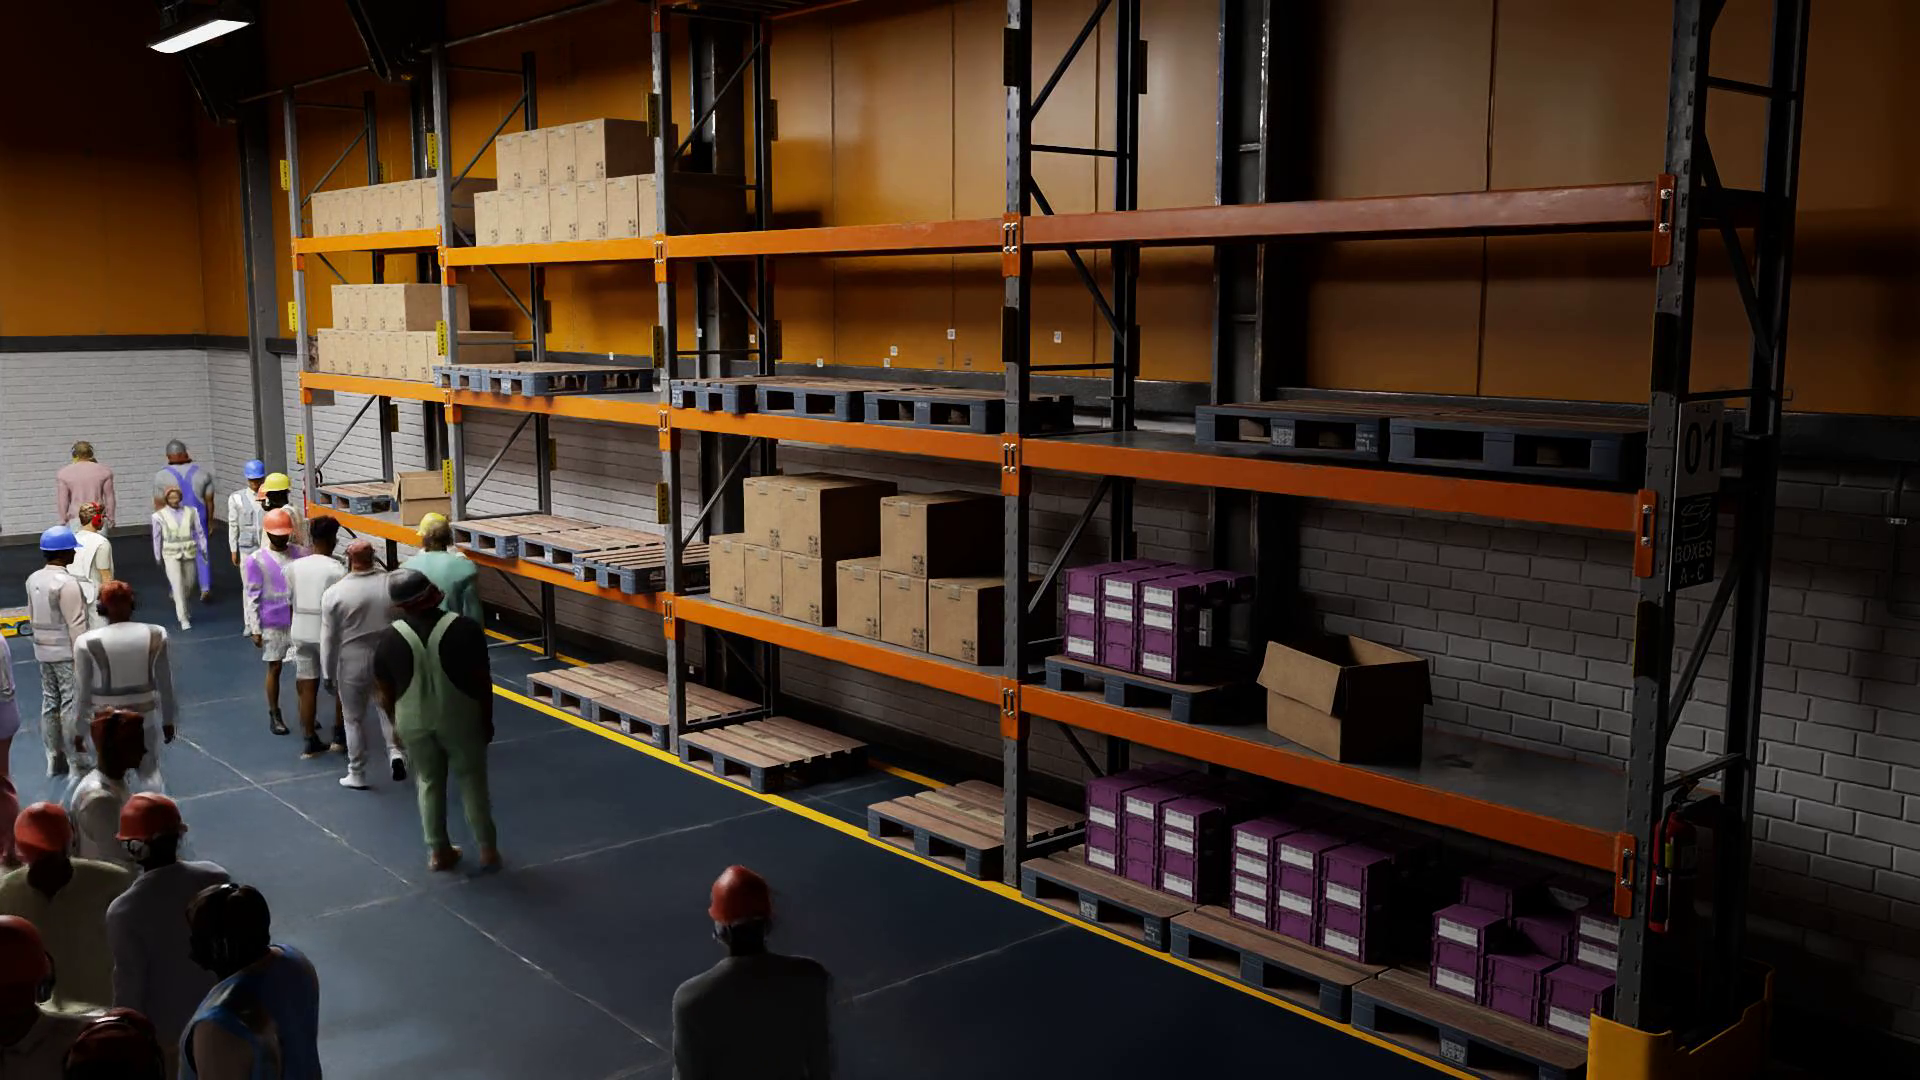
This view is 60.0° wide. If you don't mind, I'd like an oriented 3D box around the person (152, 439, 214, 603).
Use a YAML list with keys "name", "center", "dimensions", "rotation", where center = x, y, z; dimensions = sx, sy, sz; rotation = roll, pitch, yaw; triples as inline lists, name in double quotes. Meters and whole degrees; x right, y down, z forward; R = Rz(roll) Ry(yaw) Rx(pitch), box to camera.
- name: "person"
  center: [-9.356, -0.254, 20.108]
  dimensions: [0.691, 2.000, 0.963]
  rotation: [-6, 10, -36]

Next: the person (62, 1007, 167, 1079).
- name: "person"
  center: [-2.132, 2.101, 4.325]
  dimensions: [0.593, 1.875, 0.366]
  rotation: [0, 8, -2]

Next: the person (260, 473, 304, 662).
- name: "person"
  center: [-6.838, 0.274, 16.857]
  dimensions: [0.384, 1.922, 0.588]
  rotation: [-2, 8, -15]

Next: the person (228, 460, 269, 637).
- name: "person"
  center: [-7.627, 0.087, 18.100]
  dimensions: [0.610, 1.938, 0.410]
  rotation: [-3, 9, -19]

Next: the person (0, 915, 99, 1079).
- name: "person"
  center: [-2.611, 1.996, 4.671]
  dimensions: [0.616, 1.986, 0.407]
  rotation: [-4, 9, -23]

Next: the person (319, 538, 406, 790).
- name: "person"
  center: [-4.407, 0.931, 12.377]
  dimensions: [0.687, 1.892, 0.460]
  rotation: [-6, 10, -35]

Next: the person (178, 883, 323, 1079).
- name: "person"
  center: [-2.261, 1.980, 5.309]
  dimensions: [0.429, 1.835, 0.629]
  rotation: [0, 8, 1]

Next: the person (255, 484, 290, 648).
- name: "person"
  center: [-7.223, 0.266, 17.548]
  dimensions: [0.354, 1.738, 0.573]
  rotation: [-1, 8, -9]

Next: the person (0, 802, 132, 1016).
- name: "person"
  center: [-3.601, 1.857, 6.679]
  dimensions: [0.584, 1.691, 0.853]
  rotation: [-2, 8, -15]

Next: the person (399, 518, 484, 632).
- name: "person"
  center: [-4.144, 0.782, 13.329]
  dimensions: [0.656, 1.927, 0.415]
  rotation: [-1, 8, -7]

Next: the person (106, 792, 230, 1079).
- name: "person"
  center: [-3.114, 1.843, 6.534]
  dimensions: [0.346, 1.746, 0.573]
  rotation: [3, 9, 19]

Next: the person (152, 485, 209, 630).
- name: "person"
  center: [-8.765, 0.167, 18.667]
  dimensions: [0.552, 1.613, 0.767]
  rotation: [-7, 10, -39]

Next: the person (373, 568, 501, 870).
- name: "person"
  center: [-3.306, 1.114, 10.602]
  dimensions: [0.752, 2.000, 0.540]
  rotation: [-1, 8, -8]

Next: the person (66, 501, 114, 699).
- name: "person"
  center: [-7.873, 0.572, 15.092]
  dimensions: [0.560, 1.836, 0.394]
  rotation: [5, 10, 31]

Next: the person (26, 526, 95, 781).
- name: "person"
  center: [-6.828, 0.861, 12.678]
  dimensions: [0.604, 1.949, 0.389]
  rotation: [5, 10, 32]

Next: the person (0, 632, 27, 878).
- name: "person"
  center: [-6.158, 1.193, 10.496]
  dimensions: [0.399, 1.919, 0.582]
  rotation: [-5, 10, -31]

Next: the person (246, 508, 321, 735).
- name: "person"
  center: [-5.688, 0.683, 14.009]
  dimensions: [0.550, 1.924, 0.391]
  rotation: [-8, 11, -43]

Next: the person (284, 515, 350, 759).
- name: "person"
  center: [-5.097, 0.769, 13.344]
  dimensions: [0.642, 1.941, 0.559]
  rotation: [1, 8, 9]

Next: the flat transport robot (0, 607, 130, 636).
- name: "flat transport robot"
  center: [-10.097, 0.857, 18.509]
  dimensions: [1.431, 0.197, 0.652]
  rotation: [-6, 10, -38]

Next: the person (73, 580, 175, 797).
- name: "person"
  center: [-5.377, 1.179, 10.732]
  dimensions: [0.587, 1.868, 0.469]
  rotation: [-8, 11, -44]

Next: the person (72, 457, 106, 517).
- name: "person"
  center: [-11.341, -0.324, 21.682]
  dimensions: [0.491, 1.731, 0.324]
  rotation: [5, 10, 33]

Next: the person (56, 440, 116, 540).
- name: "person"
  center: [-10.783, -0.268, 20.564]
  dimensions: [0.635, 1.936, 0.355]
  rotation: [-5, 10, -33]

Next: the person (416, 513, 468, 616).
- name: "person"
  center: [-4.515, 0.669, 14.422]
  dimensions: [0.601, 1.827, 0.404]
  rotation: [5, 10, 31]

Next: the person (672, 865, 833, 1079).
- name: "person"
  center: [-0.698, 1.972, 5.684]
  dimensions: [0.570, 1.730, 0.717]
  rotation: [-3, 9, -19]
